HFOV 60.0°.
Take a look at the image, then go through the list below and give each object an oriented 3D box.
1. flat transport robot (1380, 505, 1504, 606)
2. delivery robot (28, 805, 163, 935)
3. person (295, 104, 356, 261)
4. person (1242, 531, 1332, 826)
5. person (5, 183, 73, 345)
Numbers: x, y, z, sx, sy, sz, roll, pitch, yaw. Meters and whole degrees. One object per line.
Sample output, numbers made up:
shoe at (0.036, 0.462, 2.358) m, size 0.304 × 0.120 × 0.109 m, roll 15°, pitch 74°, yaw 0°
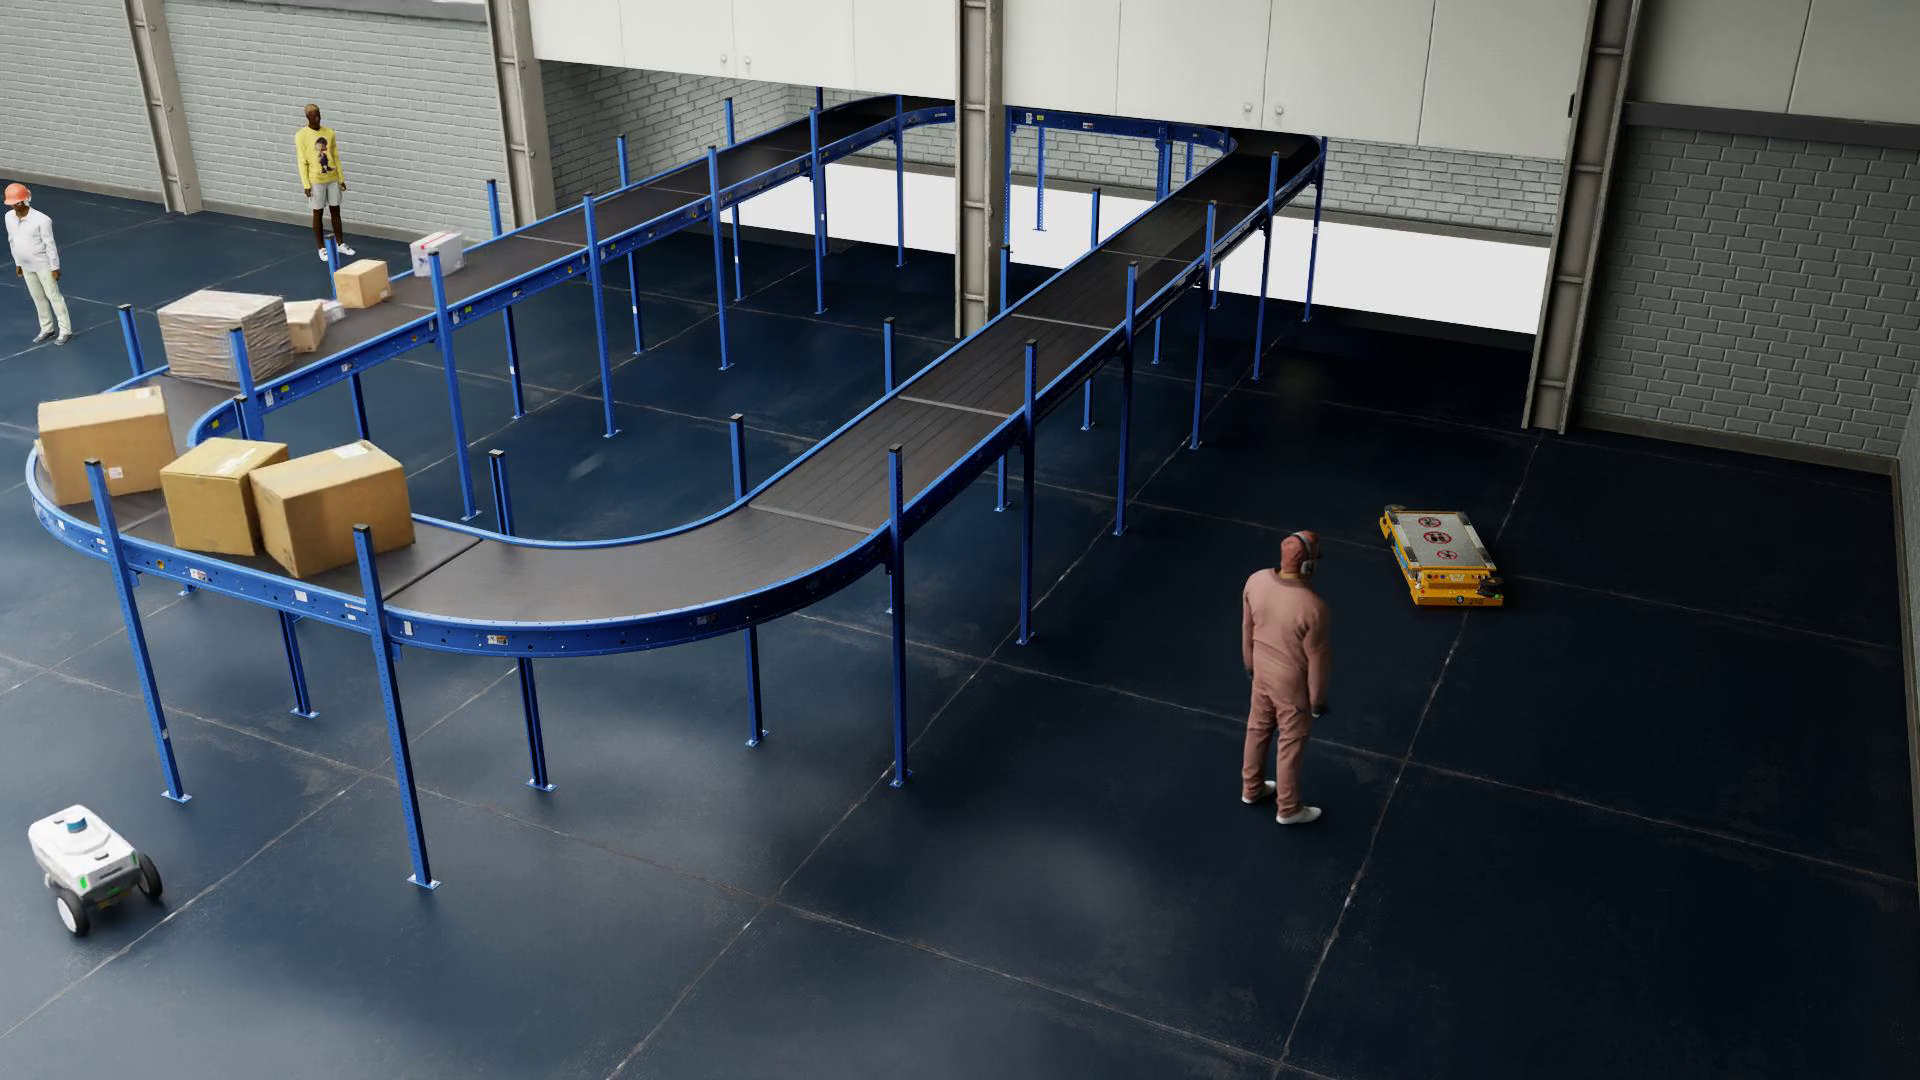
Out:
flat transport robot at (3.817, 0.115, 13.244) m, size 0.659 × 0.231 × 1.431 m, roll 1°, pitch 26°, yaw 1°
delivery robot at (-4.965, 1.819, 9.462) m, size 0.742 × 0.570 × 0.499 m, roll 21°, pitch 33°, yaw 36°
person at (-7.884, -4.435, 20.580) m, size 0.377 × 1.900 × 0.544 m, roll 22°, pitch 34°, yaw 37°
person at (1.974, 0.820, 9.983) m, size 0.407 × 1.910 × 0.636 m, roll -17°, pitch 31°, yaw -31°
person at (-9.876, -2.948, 17.758) m, size 0.561 × 1.743 × 0.347 m, roll 7°, pitch 27°, yaw 15°
